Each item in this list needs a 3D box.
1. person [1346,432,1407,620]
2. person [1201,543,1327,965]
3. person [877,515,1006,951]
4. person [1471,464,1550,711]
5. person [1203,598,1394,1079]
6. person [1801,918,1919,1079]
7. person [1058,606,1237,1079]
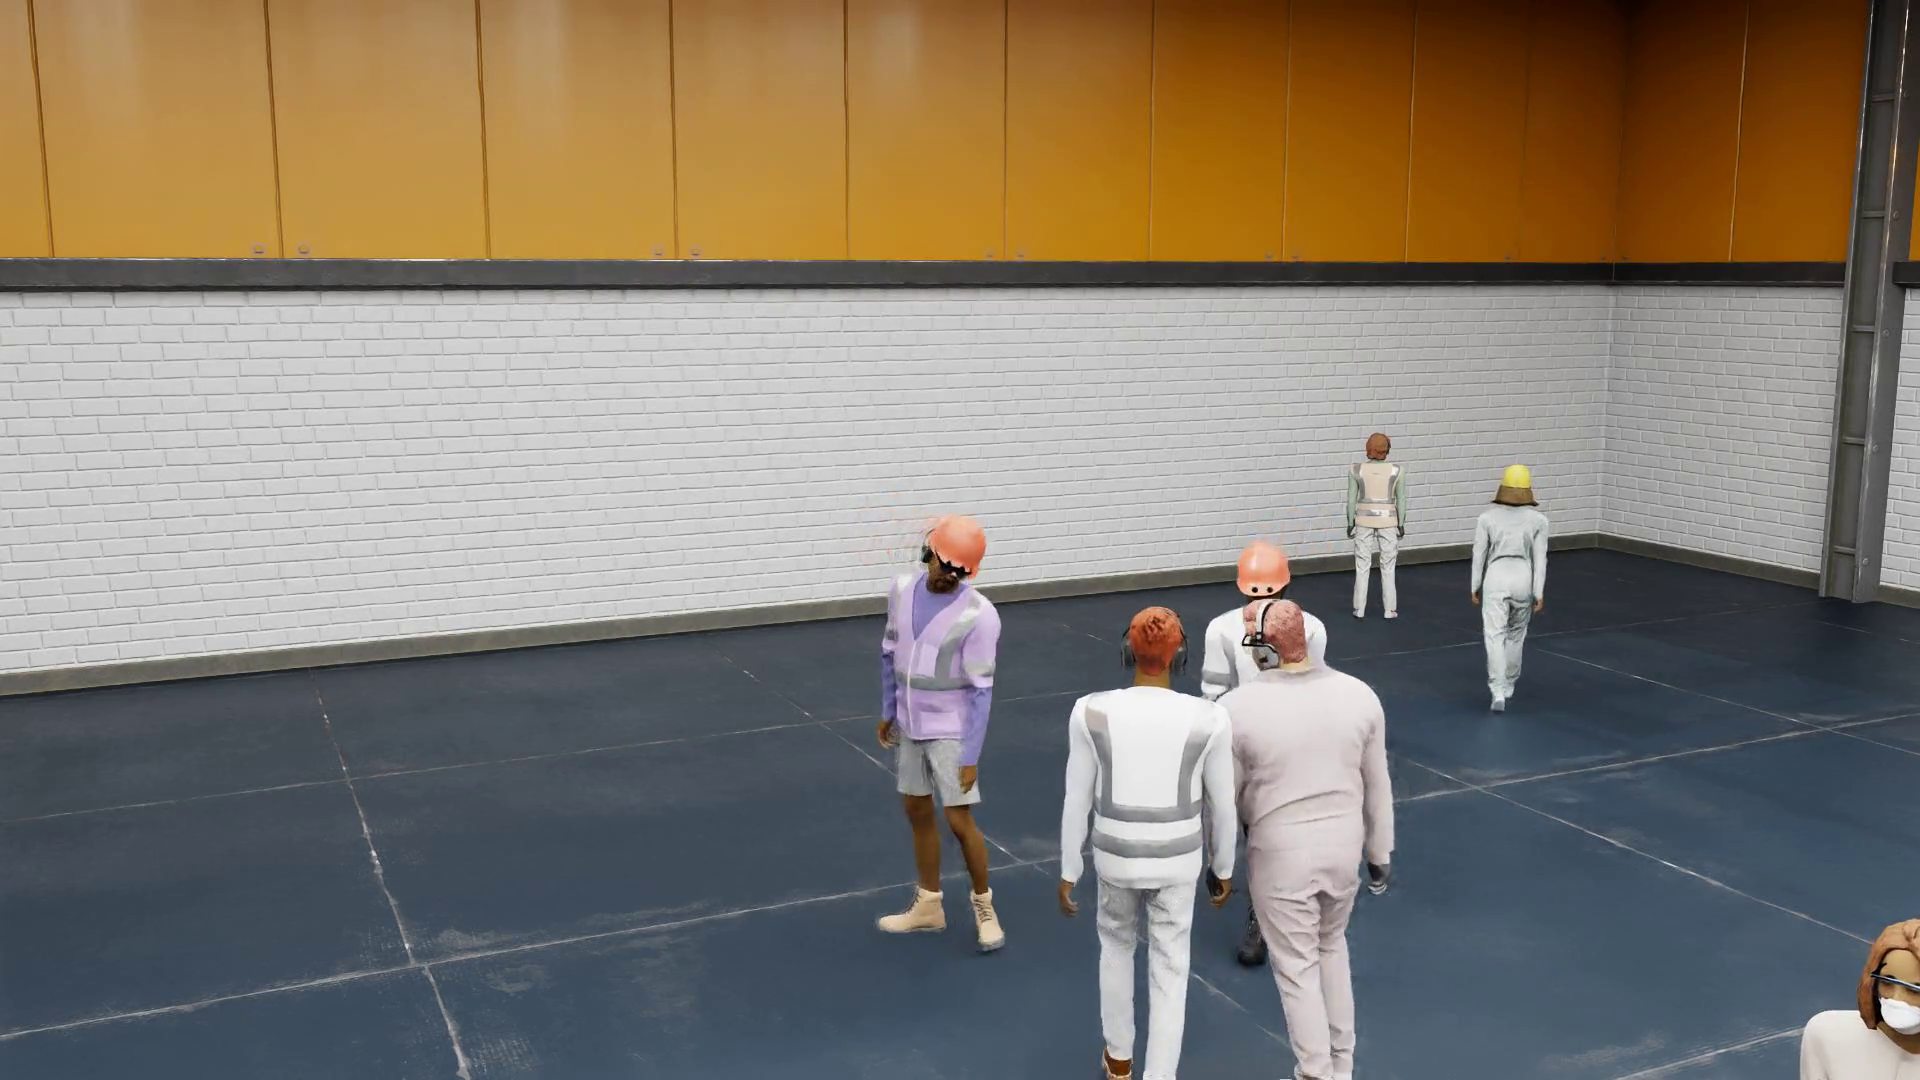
[{"bbox_3d":[3.630,-0.115,14.517,0.512,1.642,0.312,3,10,16],"label":"person"},{"bbox_3d":[1.386,0.892,7.613,0.553,1.868,1.063,2,9,14],"label":"person"},{"bbox_3d":[-0.081,0.855,7.472,0.412,1.989,0.712,-9,13,-44],"label":"person"},{"bbox_3d":[3.831,0.321,11.606,0.495,1.706,0.853,2,9,14],"label":"person"},{"bbox_3d":[1.209,1.140,6.027,0.683,1.875,0.569,-3,10,-16],"label":"person"},{"bbox_3d":[2.098,1.628,3.728,0.283,1.633,0.501,-8,12,-41],"label":"person"},{"bbox_3d":[0.687,1.141,6.035,0.620,1.863,0.719,2,9,10],"label":"person"}]
